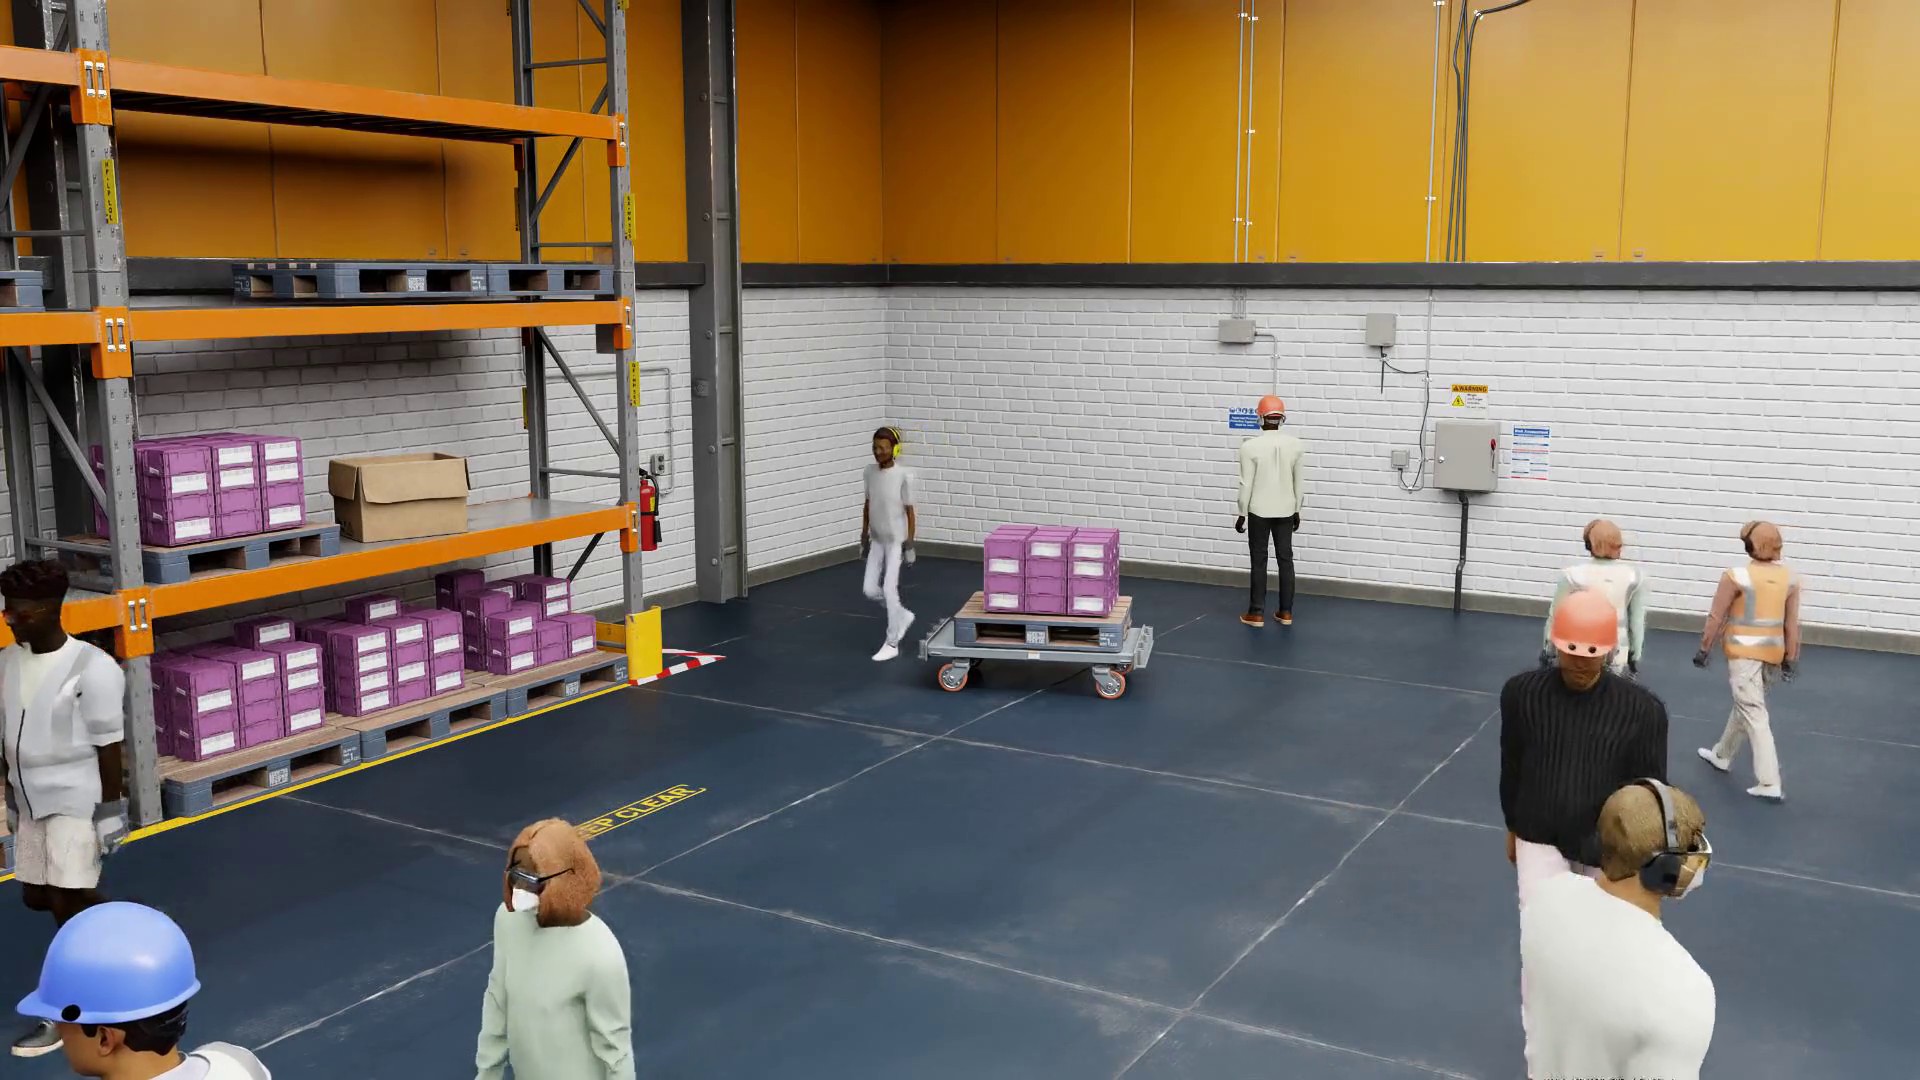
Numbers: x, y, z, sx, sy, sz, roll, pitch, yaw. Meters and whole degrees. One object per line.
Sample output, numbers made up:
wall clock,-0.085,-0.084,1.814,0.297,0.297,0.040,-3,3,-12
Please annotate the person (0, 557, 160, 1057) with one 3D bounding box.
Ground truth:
person,-3.534,1.008,6.642,0.605,1.945,0.698,4,10,22

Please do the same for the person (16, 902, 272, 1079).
person,-1.420,1.588,3.000,0.406,1.947,0.606,0,9,-2

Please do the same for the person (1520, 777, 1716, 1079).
person,1.447,1.471,3.852,0.821,1.914,0.633,-3,9,-16

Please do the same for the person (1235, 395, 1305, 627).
person,2.663,-0.250,14.319,0.610,1.996,0.378,-2,9,-14

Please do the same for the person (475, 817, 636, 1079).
person,-1.049,1.508,4.581,0.504,1.600,0.810,8,12,42

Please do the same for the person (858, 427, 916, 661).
person,-0.545,0.013,13.134,0.541,1.852,0.502,7,12,38

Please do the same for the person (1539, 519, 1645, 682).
person,3.705,0.673,9.784,0.531,1.594,0.847,0,9,-2

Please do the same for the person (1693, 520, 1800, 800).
person,4.640,0.678,9.780,0.513,1.594,0.865,-3,9,-15

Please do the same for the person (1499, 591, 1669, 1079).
person,2.351,1.088,6.259,0.623,1.926,1.036,5,10,27
